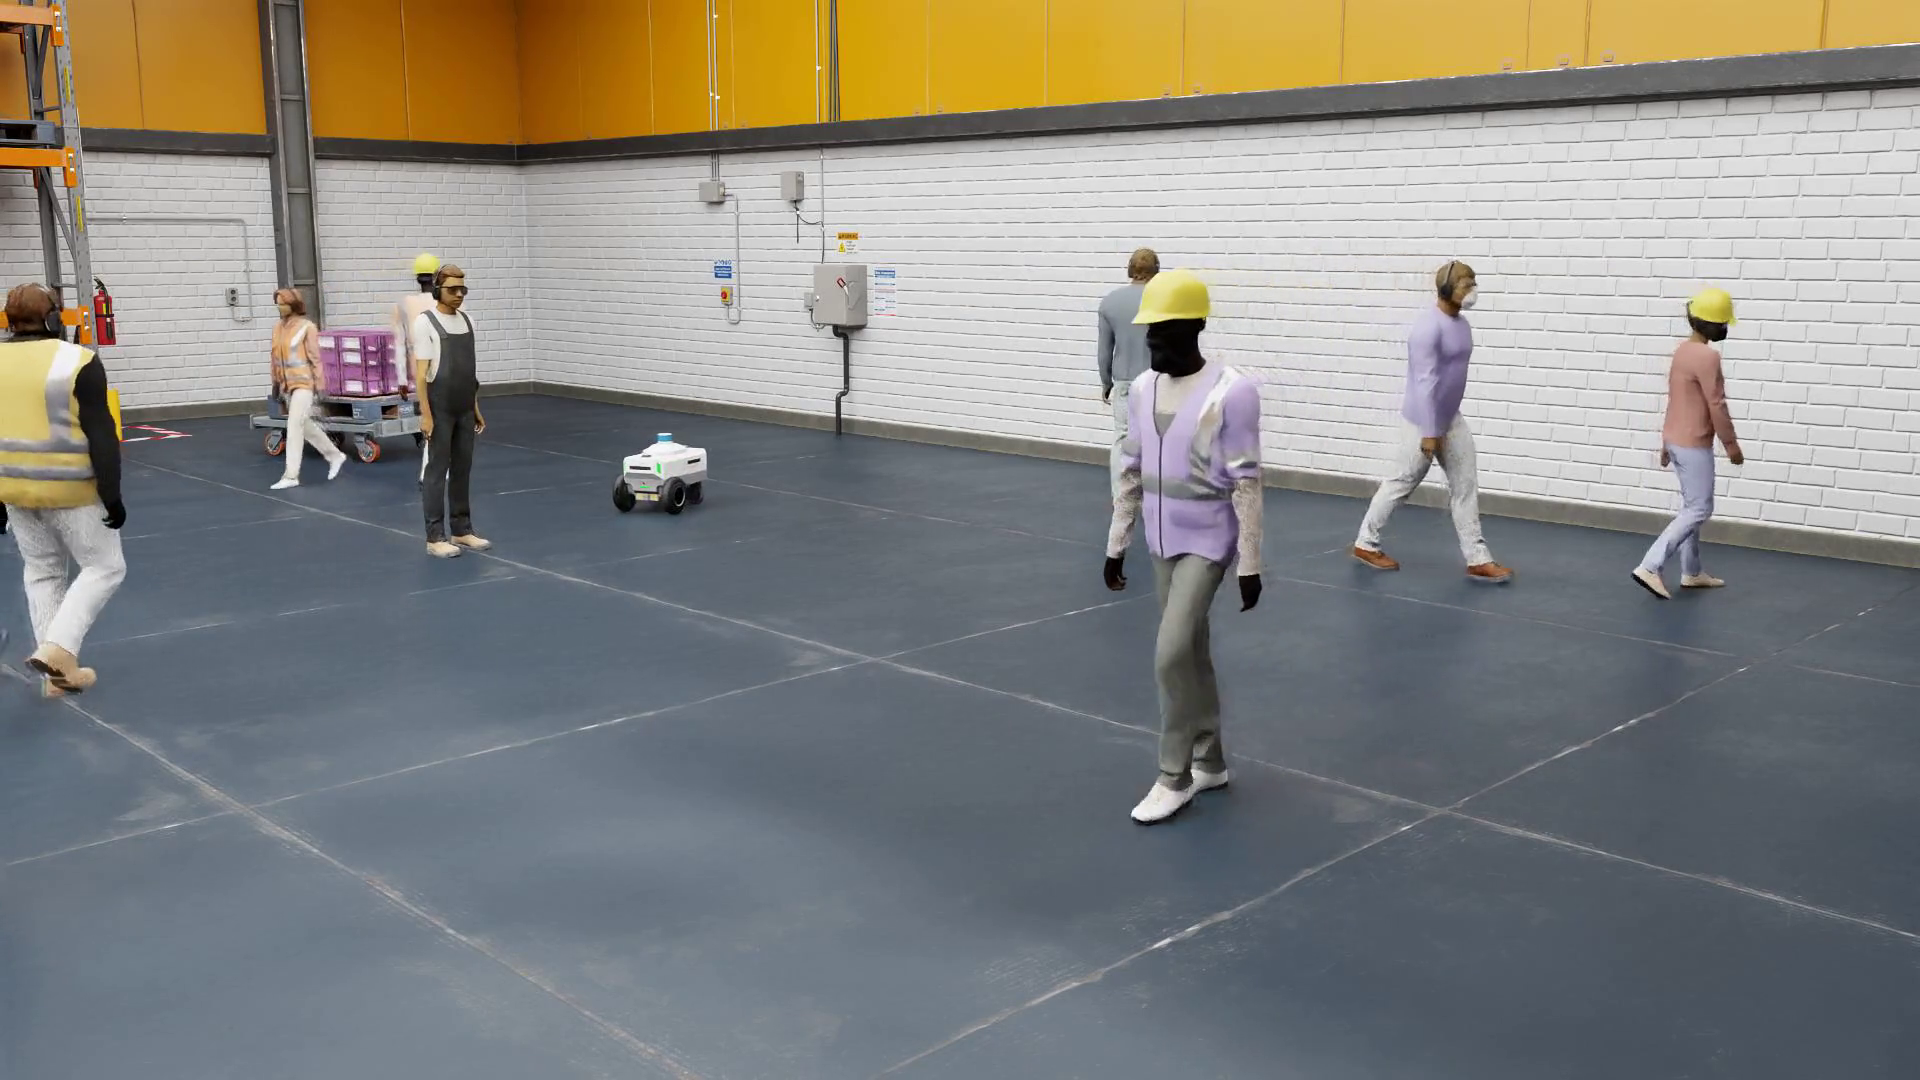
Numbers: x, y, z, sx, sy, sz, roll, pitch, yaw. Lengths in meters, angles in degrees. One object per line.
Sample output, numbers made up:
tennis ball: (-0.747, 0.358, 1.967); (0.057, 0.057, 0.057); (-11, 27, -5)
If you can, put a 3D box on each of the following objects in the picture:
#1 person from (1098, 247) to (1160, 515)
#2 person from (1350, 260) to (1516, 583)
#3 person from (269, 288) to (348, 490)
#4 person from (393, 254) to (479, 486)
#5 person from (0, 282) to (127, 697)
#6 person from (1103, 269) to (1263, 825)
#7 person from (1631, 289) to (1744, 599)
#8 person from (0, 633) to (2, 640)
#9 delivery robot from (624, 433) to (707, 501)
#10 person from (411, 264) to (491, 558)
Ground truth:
person: (1.297, -1.118, 11.922); (0.635, 1.936, 0.355); (5, 12, 26)
person: (2.775, -0.697, 9.807); (0.994, 1.886, 0.648); (9, 14, 41)
person: (-5.320, -1.244, 13.509); (0.532, 1.615, 0.774); (7, 12, 32)
person: (-4.240, -1.354, 13.382); (0.590, 1.883, 0.988); (1, 10, 7)
person: (-3.942, -0.196, 7.195); (0.650, 1.824, 0.490); (1, 10, 6)
person: (0.731, 0.022, 5.800); (0.719, 1.898, 0.612); (-7, 12, -33)
person: (4.079, -0.536, 9.299); (0.589, 1.728, 0.523); (1, 10, 5)
person: (-4.752, -0.110, 7.321); (0.758, 1.612, 0.515); (-9, 14, -40)
delivery robot: (-2.178, -0.548, 12.332); (0.477, 0.478, 0.707); (4, 11, 22)
person: (-3.233, -0.820, 10.552); (0.325, 1.842, 0.516); (5, 12, 25)
